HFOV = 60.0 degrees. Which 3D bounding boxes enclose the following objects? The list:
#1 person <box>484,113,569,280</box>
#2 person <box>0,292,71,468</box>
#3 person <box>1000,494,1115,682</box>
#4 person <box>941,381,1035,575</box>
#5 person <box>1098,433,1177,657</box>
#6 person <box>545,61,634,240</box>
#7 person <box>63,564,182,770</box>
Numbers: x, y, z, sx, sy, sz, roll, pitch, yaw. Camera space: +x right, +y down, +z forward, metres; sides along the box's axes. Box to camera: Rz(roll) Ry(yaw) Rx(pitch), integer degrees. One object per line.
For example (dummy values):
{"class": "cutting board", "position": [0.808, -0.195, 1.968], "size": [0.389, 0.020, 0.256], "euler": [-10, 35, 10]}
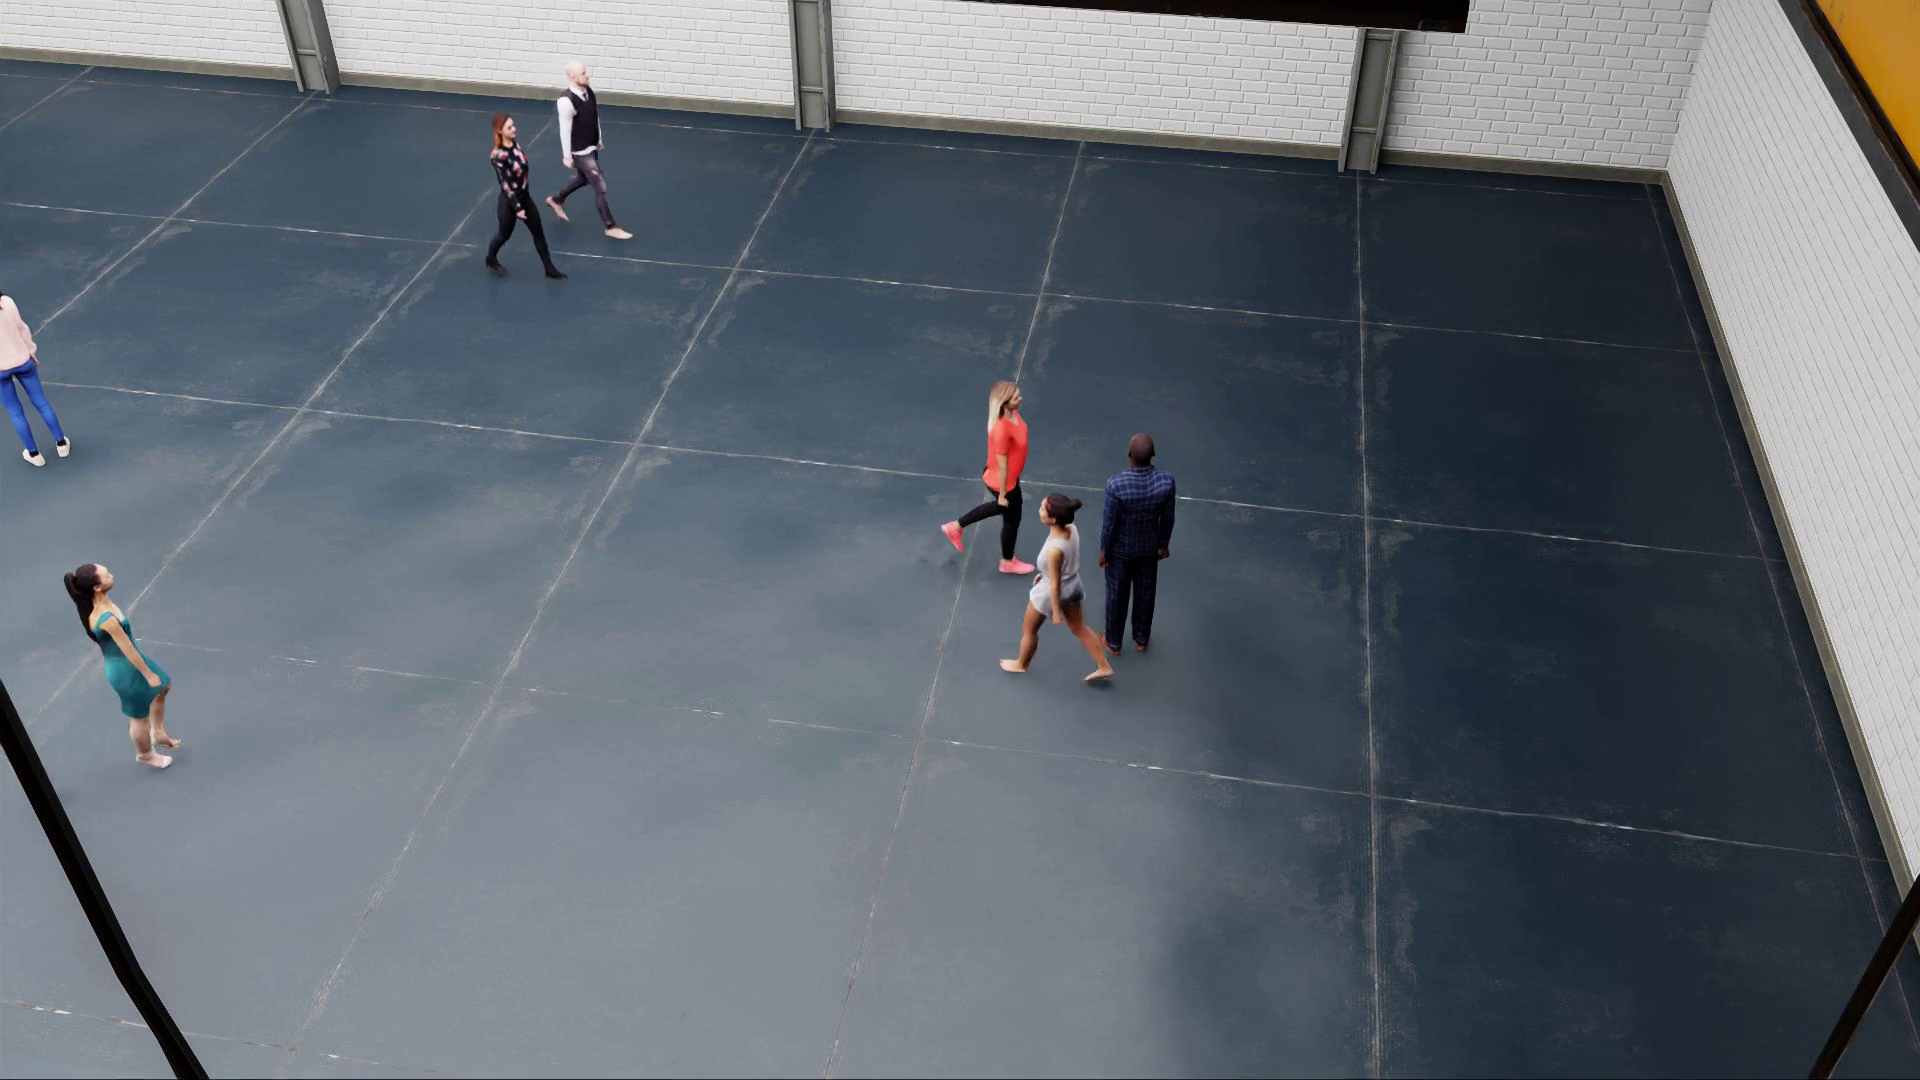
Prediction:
{"class": "person", "position": [-4.247, -3.169, 15.546], "size": [1.119, 1.644, 0.689], "euler": [13, 40, 15]}
{"class": "person", "position": [-7.544, -1.373, 13.197], "size": [0.716, 1.769, 0.765], "euler": [-26, 45, -29]}
{"class": "person", "position": [0.746, 0.355, 11.185], "size": [1.082, 1.580, 0.726], "euler": [15, 41, 18]}
{"class": "person", "position": [0.227, -0.437, 12.102], "size": [0.952, 1.673, 0.648], "euler": [4, 39, 5]}
{"class": "person", "position": [1.184, 0.030, 11.397], "size": [0.687, 1.824, 0.824], "euler": [-7, 39, -9]}
{"class": "person", "position": [-3.745, -3.794, 16.217], "size": [1.243, 1.783, 0.781], "euler": [10, 40, 12]}
{"class": "person", "position": [-5.328, 0.855, 10.484], "size": [0.755, 1.673, 0.697], "euler": [-21, 43, -24]}
